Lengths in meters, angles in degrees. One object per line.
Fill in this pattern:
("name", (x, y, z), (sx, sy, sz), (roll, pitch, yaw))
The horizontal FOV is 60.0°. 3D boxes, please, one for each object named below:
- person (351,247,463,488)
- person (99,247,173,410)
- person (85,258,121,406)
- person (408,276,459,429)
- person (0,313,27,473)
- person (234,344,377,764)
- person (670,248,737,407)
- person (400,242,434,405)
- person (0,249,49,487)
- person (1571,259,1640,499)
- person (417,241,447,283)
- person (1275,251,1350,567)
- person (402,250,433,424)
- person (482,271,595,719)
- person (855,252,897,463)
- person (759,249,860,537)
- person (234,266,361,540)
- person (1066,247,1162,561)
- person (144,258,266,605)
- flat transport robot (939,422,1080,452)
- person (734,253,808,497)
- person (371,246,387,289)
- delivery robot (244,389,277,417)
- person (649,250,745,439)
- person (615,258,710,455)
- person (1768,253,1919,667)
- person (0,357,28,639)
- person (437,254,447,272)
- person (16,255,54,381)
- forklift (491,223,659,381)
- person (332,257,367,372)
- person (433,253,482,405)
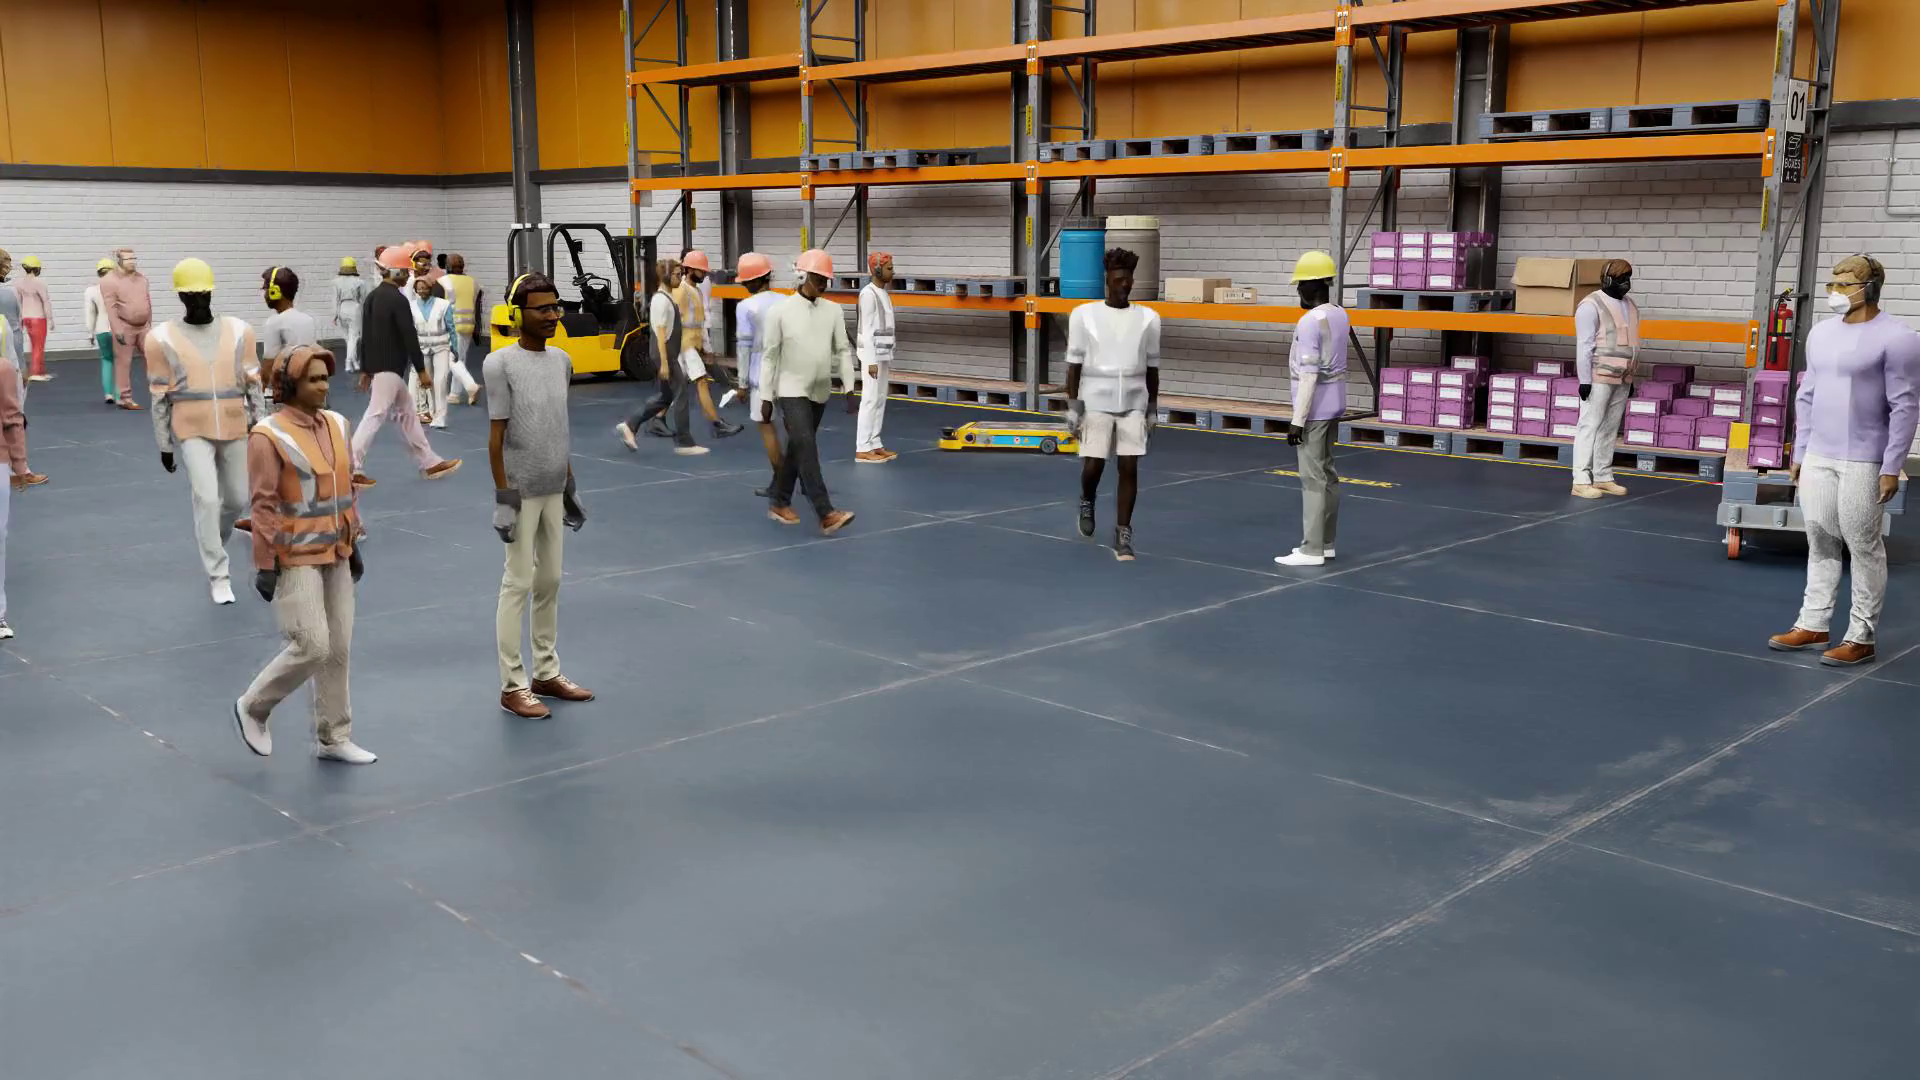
("person", (-4.594, -1.389, 13.440), (1.068, 1.929, 0.605), (-8, 13, -37))
("person", (-9.491, -2.426, 19.214), (0.745, 1.889, 0.665), (5, 12, 26))
("person", (-10.099, -2.475, 19.859), (0.535, 1.743, 0.620), (-3, 11, -14))
("person", (-5.535, -1.953, 17.391), (0.523, 1.595, 0.772), (-1, 10, -4))
("person", (-6.373, -0.831, 10.673), (0.745, 1.823, 0.626), (10, 14, 43))
("person", (-2.498, 0.071, 6.301), (0.430, 1.626, 0.517), (3, 11, 15))
("person", (-3.085, -2.493, 19.590), (0.960, 1.878, 0.590), (6, 12, 29))
("person", (-6.427, -2.529, 19.618), (0.373, 1.934, 0.551), (3, 11, 17))
("person", (-7.748, -1.393, 13.436), (0.627, 1.934, 0.371), (6, 12, 30))
("person", (5.020, -1.246, 12.884), (0.634, 1.841, 0.429), (-7, 12, -33))
("person", (-7.142, -3.037, 22.391), (0.634, 1.943, 1.012), (-7, 12, -32))
("person", (2.170, -0.797, 10.198), (0.364, 1.928, 0.587), (6, 12, 31))
("person", (-5.815, -2.192, 17.984), (0.331, 1.865, 0.519), (1, 10, 4))
("person", (-1.787, -0.195, 7.074), (0.335, 1.873, 0.519), (5, 12, 26))
("person", (-0.739, -1.625, 14.887), (0.359, 1.875, 0.578), (3, 11, 14))
("person", (-1.030, -1.008, 11.366), (0.624, 1.919, 1.095), (-9, 14, -40))
("person", (-4.422, -0.872, 10.907), (0.974, 1.818, 0.535), (1, 10, 4))
("person", (0.961, -0.863, 10.482), (0.622, 1.953, 0.634), (-1, 10, -7))
("person", (-4.243, -0.632, 9.368), (0.588, 1.904, 0.816), (-8, 13, -39))
("flat transport robot", (0.571, -0.985, 15.744), (1.431, 0.197, 0.652), (2, 11, 12))
("person", (-1.439, -1.263, 12.858), (0.673, 1.898, 0.369), (-8, 13, -38))
("person", (-9.885, -4.129, 28.626), (0.596, 1.826, 0.957), (4, 11, 21))
("delivery robot", (-7.503, -1.487, 17.426), (0.707, 0.478, 0.477), (5, 11, 28))
("person", (-2.683, -1.941, 16.596), (1.038, 1.870, 0.556), (2, 11, 10))
("person", (-2.757, -1.671, 15.278), (0.803, 1.823, 0.518), (-2, 11, -8))
("person", (4.196, -0.374, 7.859), (0.362, 1.938, 0.631), (-3, 11, -17))
("person", (-5.002, -0.380, 8.378), (0.482, 1.750, 0.542), (10, 14, 44))
("person", (-9.120, -4.220, 29.492), (0.318, 1.695, 0.539), (8, 13, 36))
("person", (-12.917, -3.094, 23.244), (0.536, 1.772, 0.444), (4, 11, 20))
("forklift", (-5.316, -3.263, 22.920), (2.313, 2.155, 1.214), (-10, 14, -44))
("person", (-9.095, -3.375, 24.889), (0.505, 1.689, 0.918), (0, 10, -2))
("person", (-5.977, -2.507, 19.842), (0.829, 1.816, 0.630), (7, 13, 35))
